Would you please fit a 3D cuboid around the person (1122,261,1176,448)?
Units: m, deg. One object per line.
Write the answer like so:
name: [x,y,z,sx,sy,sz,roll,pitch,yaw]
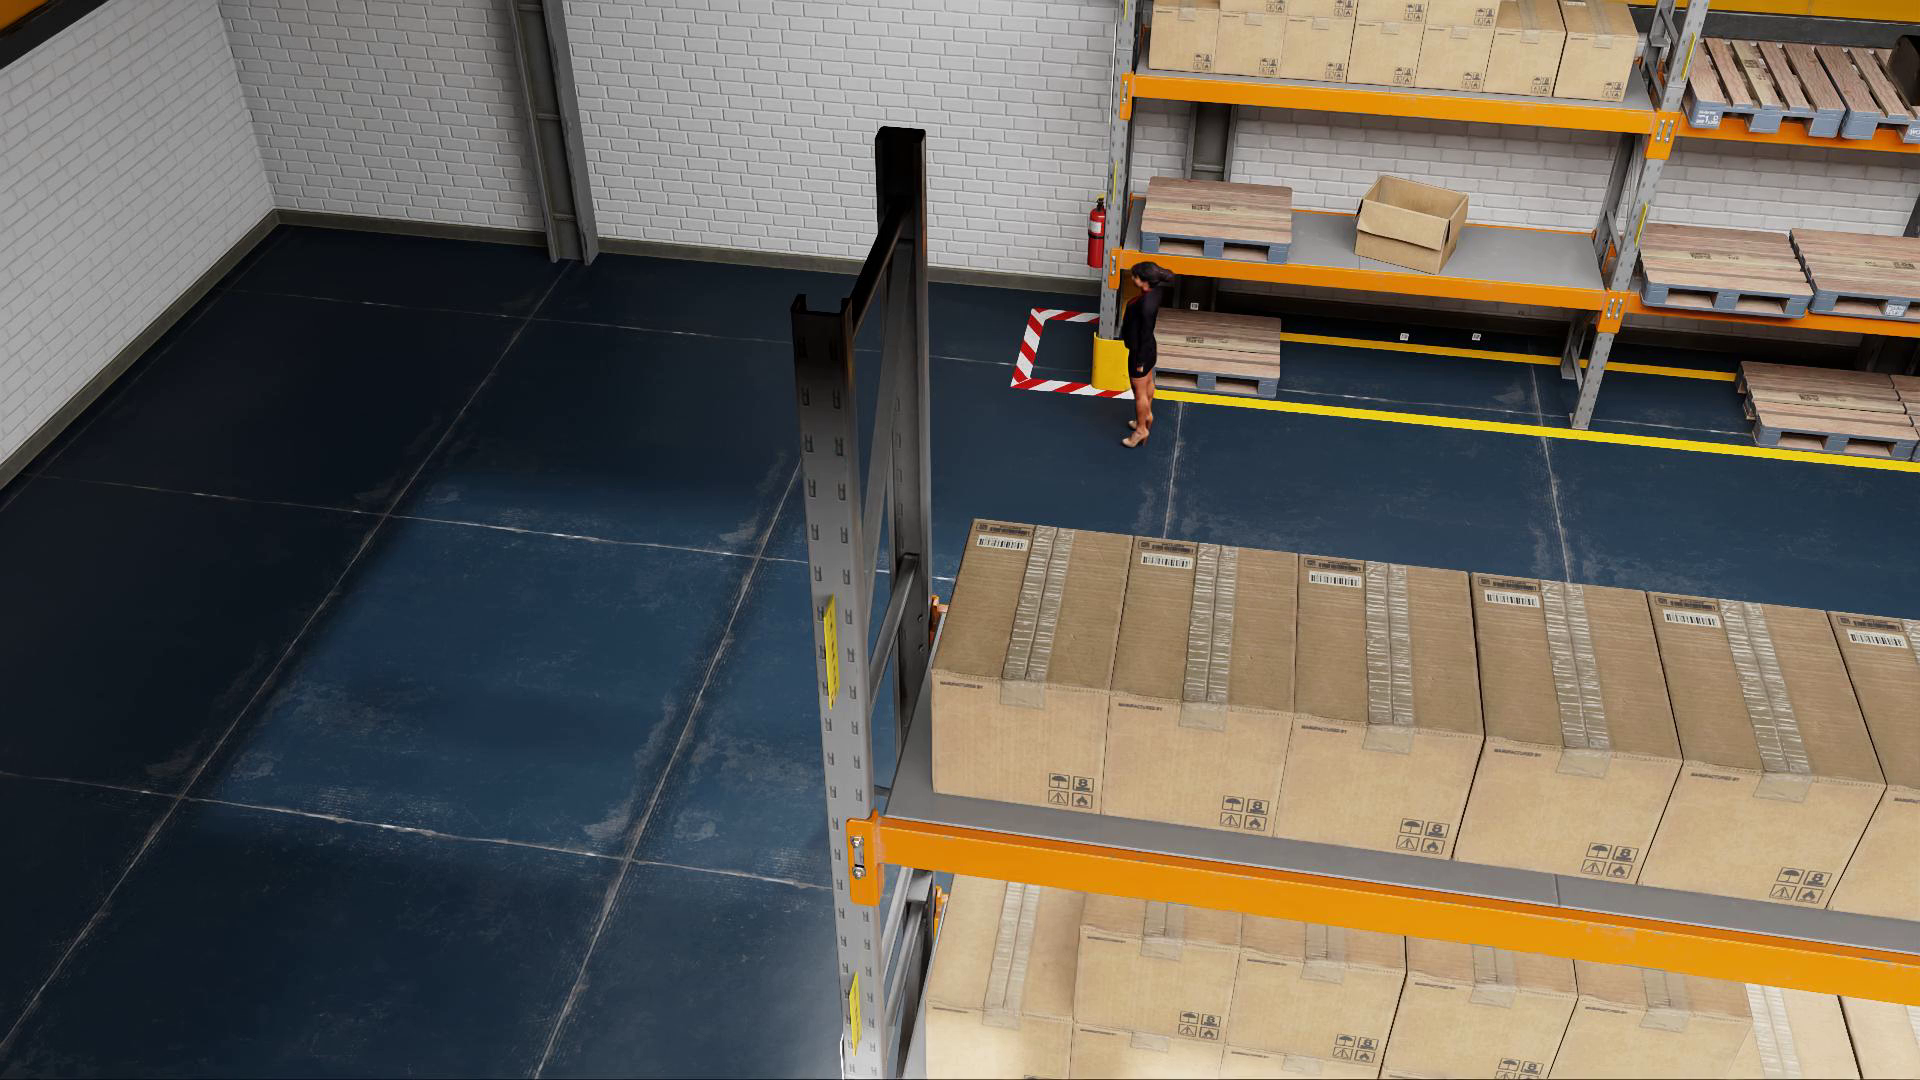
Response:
person: [1.463,-1.493,13.285,0.618,1.637,0.583,10,40,12]
